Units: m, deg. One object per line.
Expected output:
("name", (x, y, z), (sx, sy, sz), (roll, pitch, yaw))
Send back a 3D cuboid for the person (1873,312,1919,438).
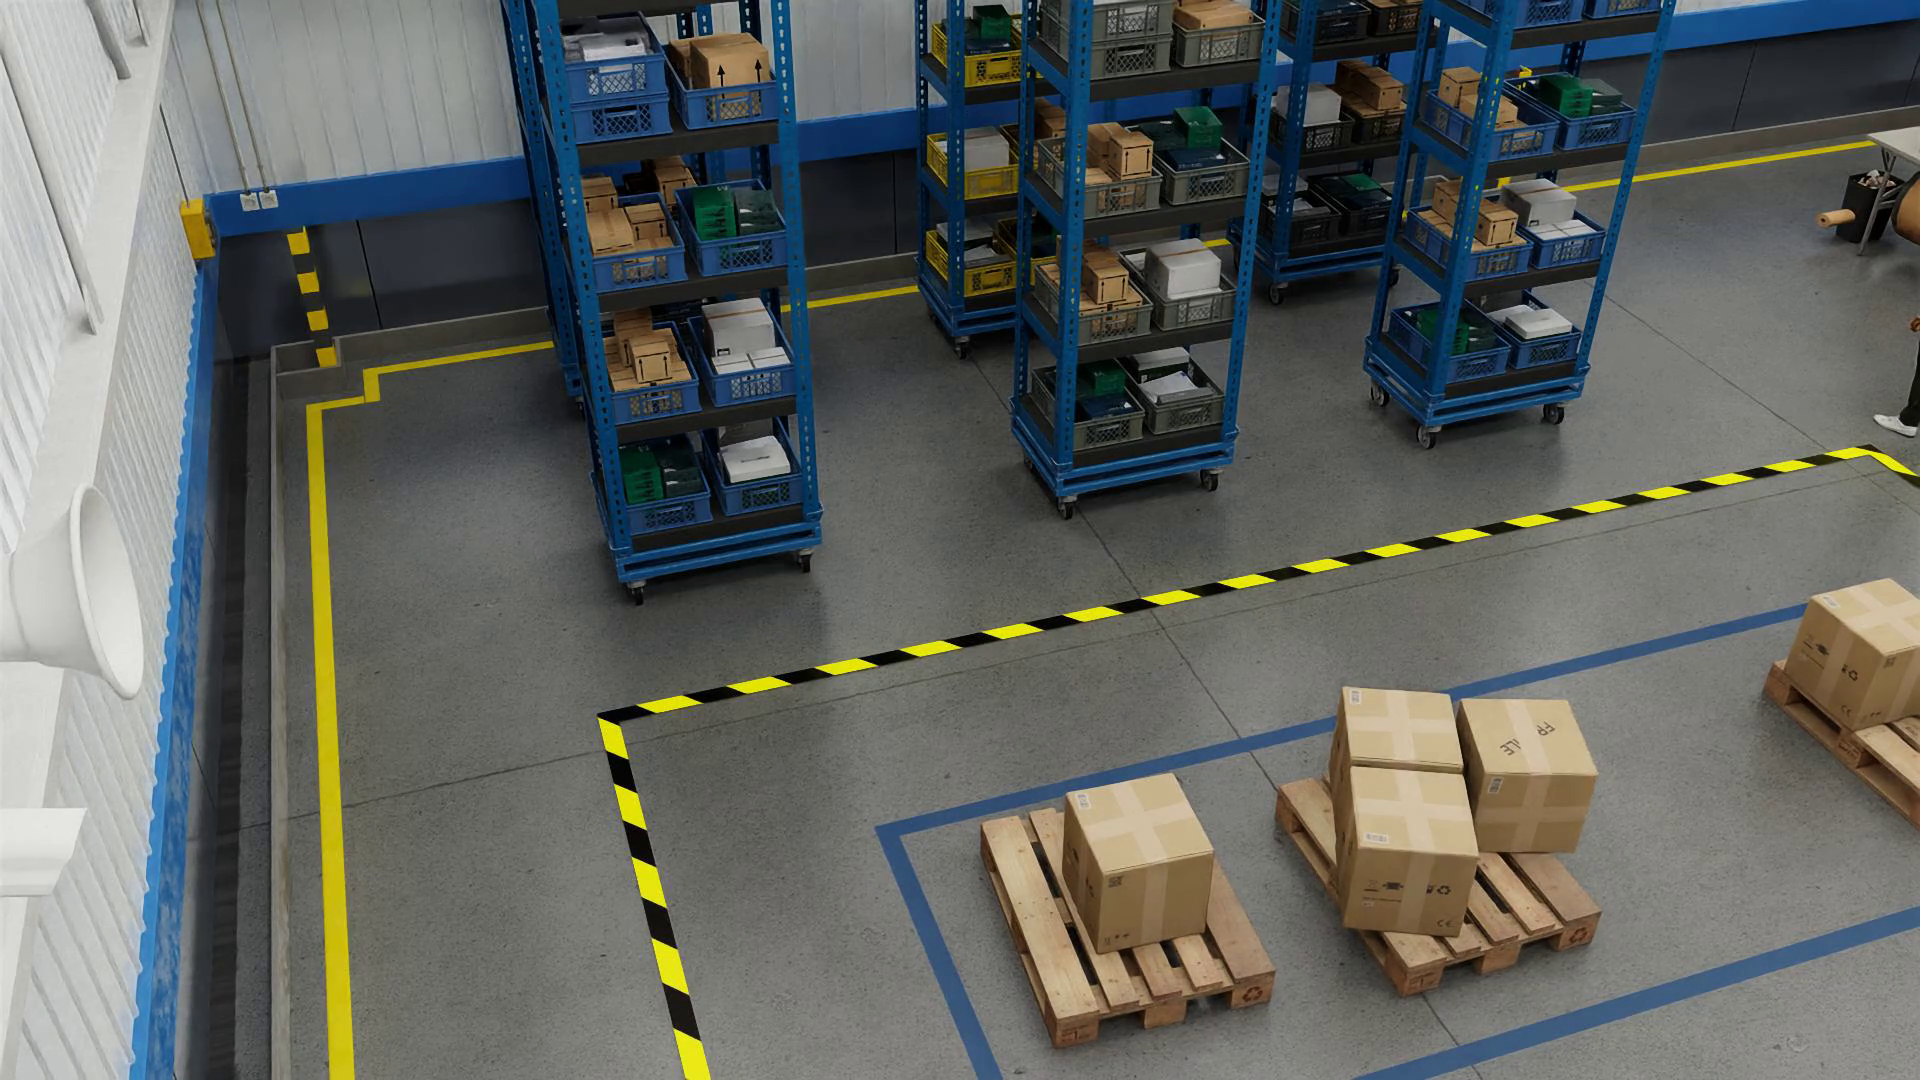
("person", (6.488, -1.530, 10.851), (0.588, 1.852, 0.371), (-13, 37, -17))
